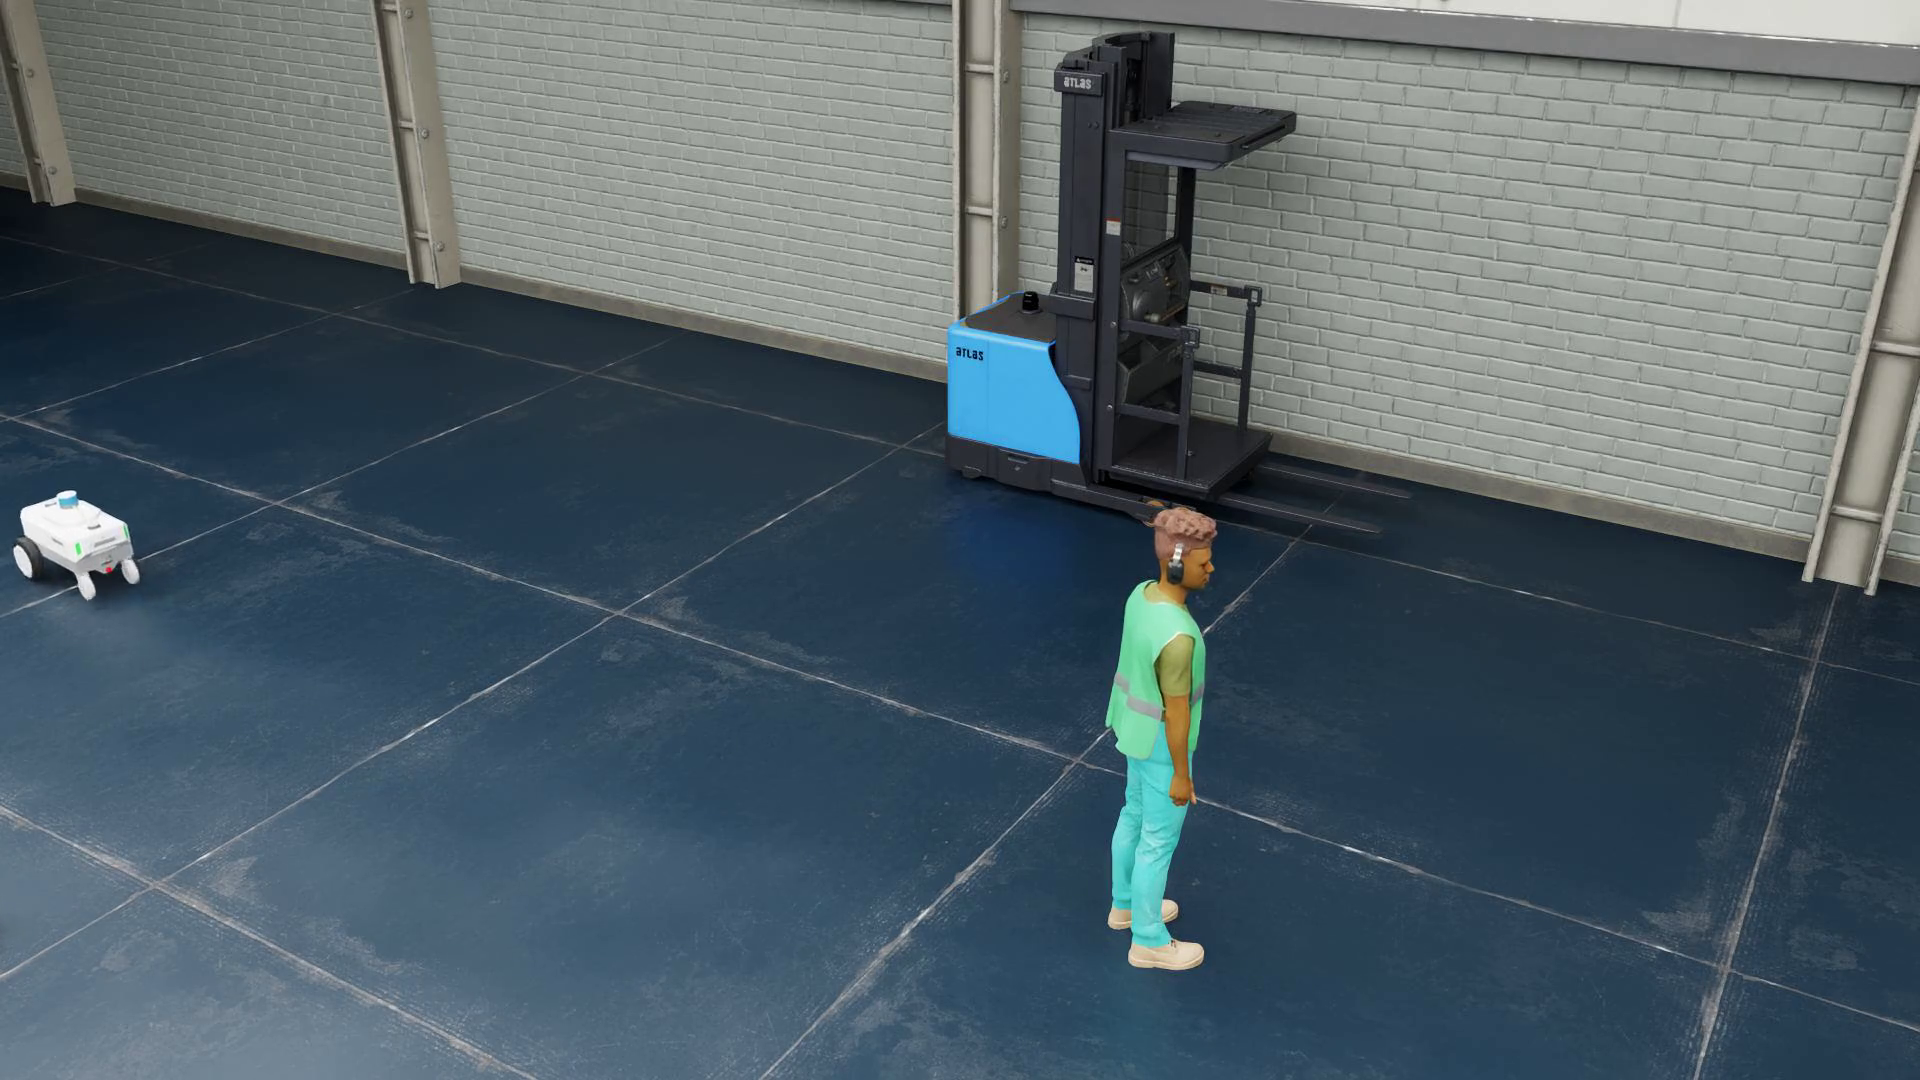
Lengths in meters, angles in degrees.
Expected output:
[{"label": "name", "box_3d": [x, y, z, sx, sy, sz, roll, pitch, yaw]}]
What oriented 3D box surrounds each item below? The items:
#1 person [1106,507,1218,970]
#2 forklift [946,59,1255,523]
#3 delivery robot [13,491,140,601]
[{"label": "person", "box_3d": [0.781, 0.794, 6.583, 0.386, 1.977, 0.489, -5, 26, -11]}, {"label": "forklift", "box_3d": [0.933, -1.707, 10.833, 1.873, 2.768, 1.129, 15, 29, 28]}, {"label": "delivery robot", "box_3d": [-5.283, 0.002, 9.943, 0.811, 0.614, 0.499, 18, 31, 33]}]
